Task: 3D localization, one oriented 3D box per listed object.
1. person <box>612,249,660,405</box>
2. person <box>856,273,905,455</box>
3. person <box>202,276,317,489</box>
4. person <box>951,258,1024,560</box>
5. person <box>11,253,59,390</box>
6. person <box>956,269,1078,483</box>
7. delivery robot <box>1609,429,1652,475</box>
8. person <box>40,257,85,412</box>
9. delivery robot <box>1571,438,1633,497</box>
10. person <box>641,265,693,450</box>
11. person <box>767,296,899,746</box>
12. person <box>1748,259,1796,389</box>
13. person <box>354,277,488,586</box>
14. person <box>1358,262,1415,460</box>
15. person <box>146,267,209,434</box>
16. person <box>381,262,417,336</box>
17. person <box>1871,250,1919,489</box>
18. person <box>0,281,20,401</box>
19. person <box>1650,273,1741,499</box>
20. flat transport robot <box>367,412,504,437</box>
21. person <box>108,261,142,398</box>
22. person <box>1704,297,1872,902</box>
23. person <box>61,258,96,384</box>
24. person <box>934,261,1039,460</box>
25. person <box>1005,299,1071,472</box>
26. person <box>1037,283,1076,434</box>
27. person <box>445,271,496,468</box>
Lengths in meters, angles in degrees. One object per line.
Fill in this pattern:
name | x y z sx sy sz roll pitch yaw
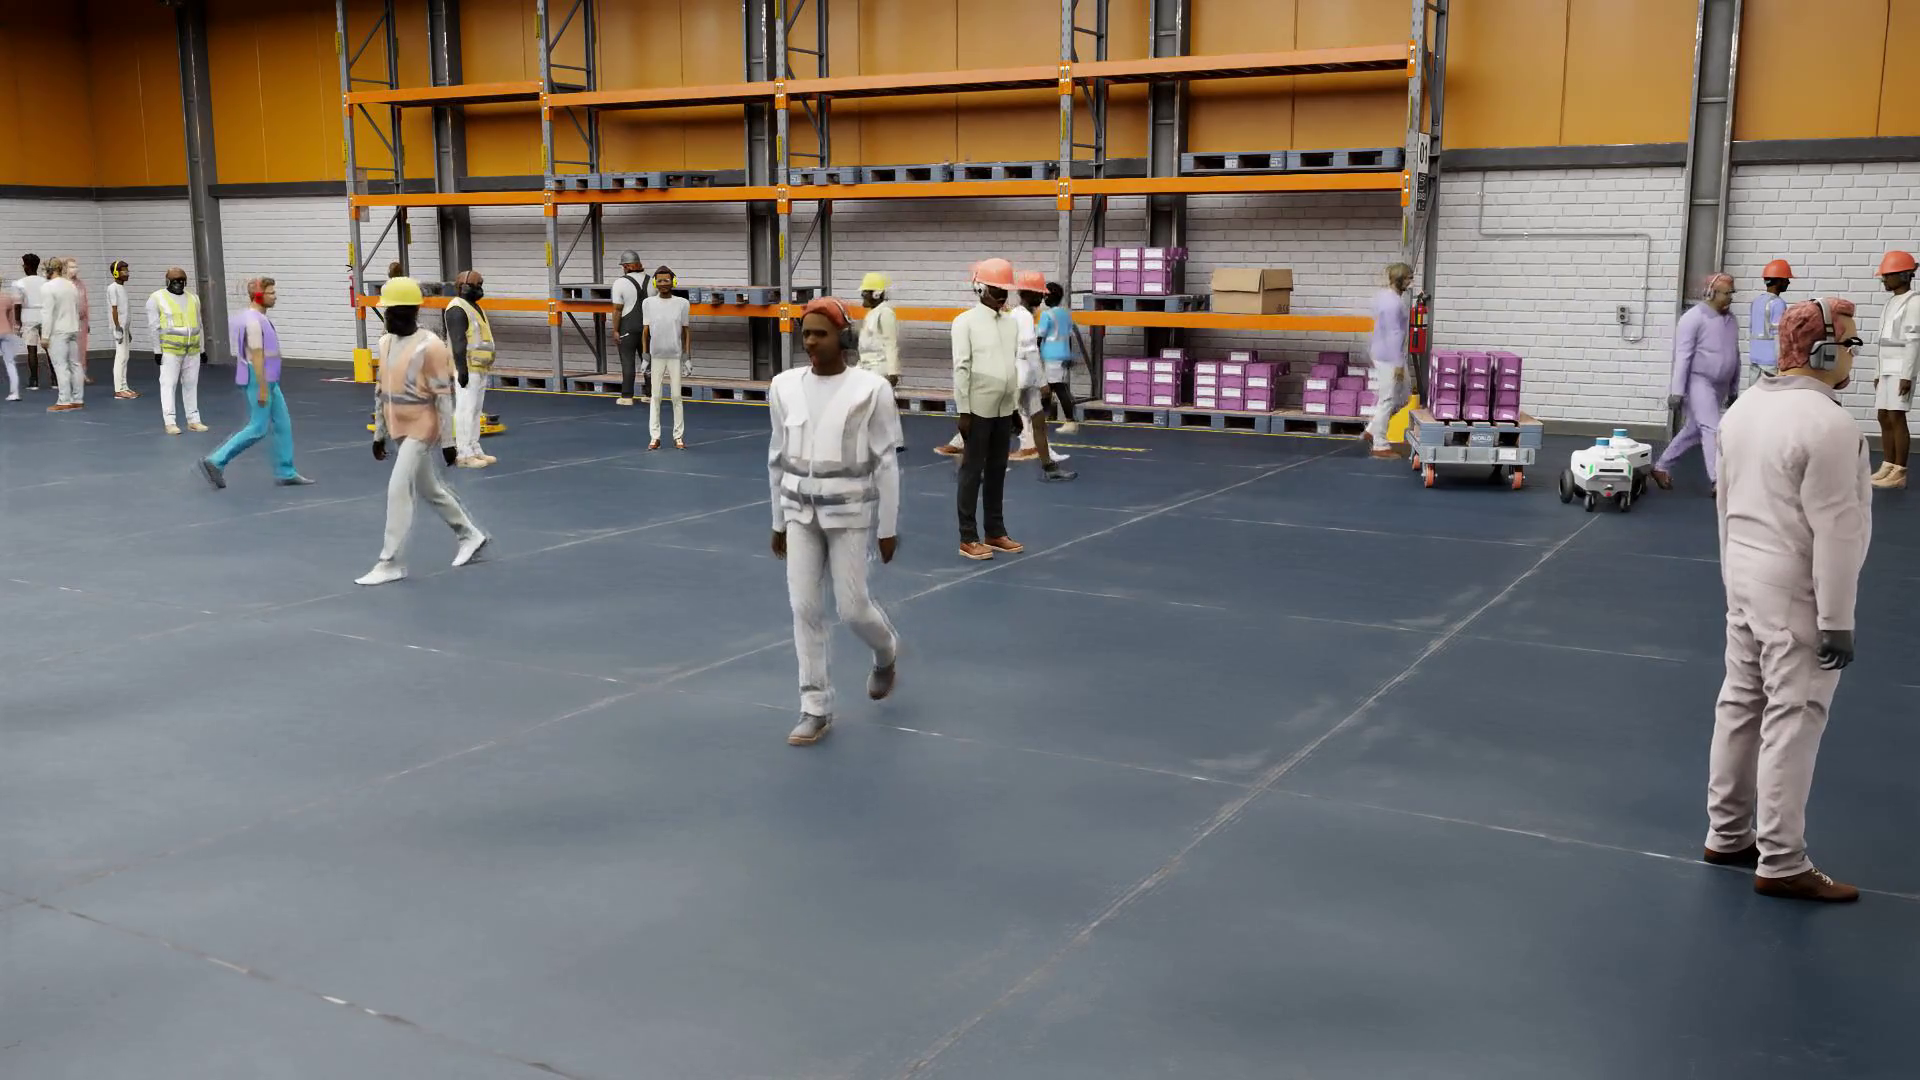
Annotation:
person | -4.292 -2.798 21.838 0.681 2.000 0.535 -9 13 -40
person | -0.882 -1.700 16.297 0.789 1.805 0.609 -2 10 -12
person | -6.025 -1.330 14.179 0.811 1.822 0.575 -3 10 -16
person | 0.200 -0.874 11.093 0.387 1.988 0.608 9 13 41
person | -13.371 -3.159 24.098 0.607 1.964 0.367 -9 13 -41
person | 0.464 -1.407 14.473 1.058 1.883 0.533 0 10 1
delivery robot | 5.448 -0.675 13.755 0.477 0.478 0.707 9 13 40
person | -11.267 -2.571 20.870 0.363 1.936 0.630 1 10 3
delivery robot | 5.061 -0.564 13.126 0.477 0.478 0.707 2 10 9
person | -2.982 -1.845 16.923 0.520 1.873 0.328 -1 10 -8
person | -0.520 -0.101 7.078 0.583 1.864 0.712 4 11 22
person | 7.907 -1.758 16.241 0.354 1.939 0.544 0 10 -3
person | -3.396 -0.705 10.439 0.596 1.889 0.980 8 13 39
person | 4.192 -1.723 16.102 0.431 1.920 0.631 3 10 16
person | -8.651 -2.097 18.453 0.429 1.837 0.621 7 12 34
person | -8.048 -3.064 23.902 0.514 1.842 0.327 -9 13 -41
person | 7.986 -1.450 14.248 0.404 2.030 0.613 1 10 6
person | -12.968 -2.727 22.302 0.816 1.731 0.532 5 11 28
person | 6.153 -1.280 13.795 0.647 1.862 0.990 -6 12 -30
flat transport robot | -5.801 -1.301 18.371 1.431 0.197 0.652 6 12 29
person | -11.459 -2.874 22.758 0.311 1.869 0.530 -2 10 -13
person | 2.674 0.185 5.325 0.408 1.908 0.646 -1 10 -5
person | -13.283 -3.265 24.884 0.461 1.894 0.664 3 10 15
person | 0.301 -1.722 16.083 1.037 1.929 0.638 0 10 0
person | 0.610 -1.417 15.276 0.873 1.590 0.512 -2 10 -13
person | 0.980 -2.016 18.485 0.863 1.655 0.552 6 12 32
person | -4.593 -1.607 15.666 0.429 1.839 0.634 0 10 1
